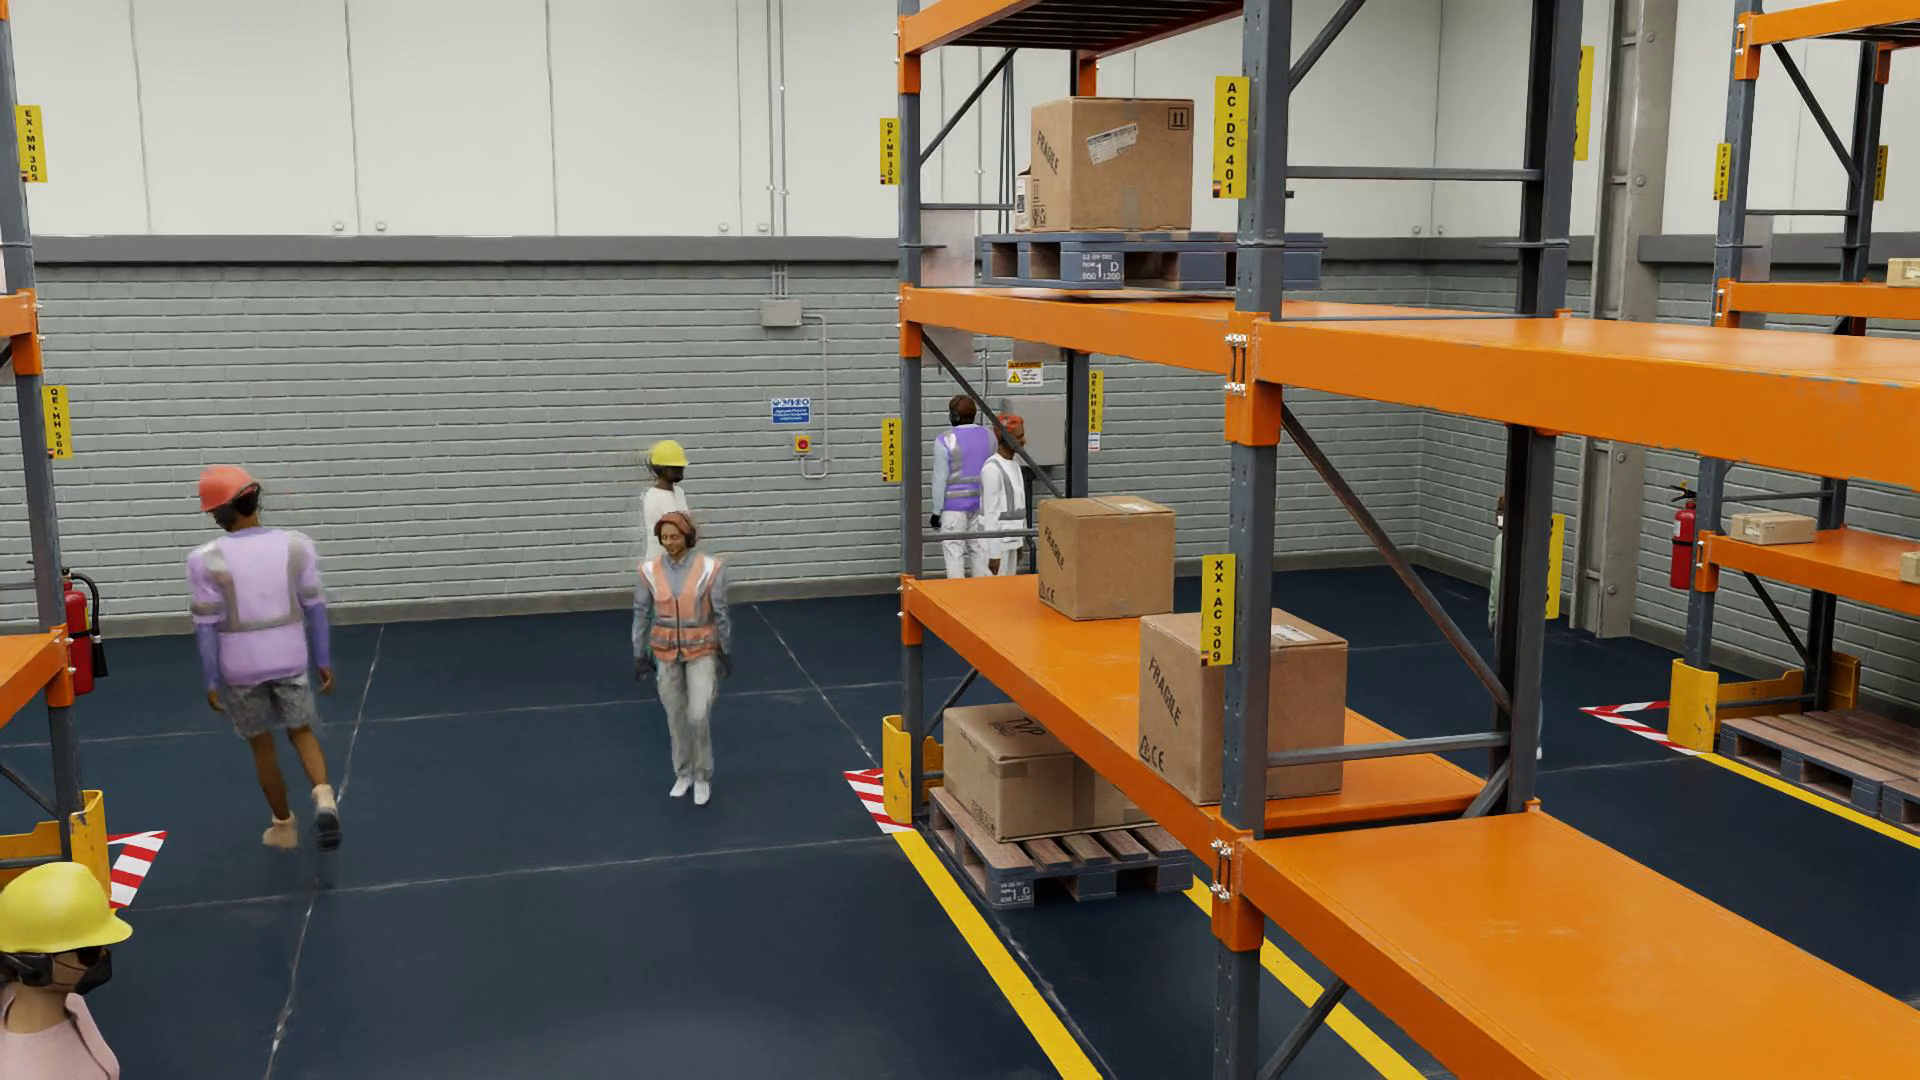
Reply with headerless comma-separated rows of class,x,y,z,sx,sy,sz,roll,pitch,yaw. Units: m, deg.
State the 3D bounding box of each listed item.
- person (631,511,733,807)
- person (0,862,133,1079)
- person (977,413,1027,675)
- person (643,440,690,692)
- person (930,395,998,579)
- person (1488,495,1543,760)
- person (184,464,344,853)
person,-1.525,0.649,9.065,0.544,1.619,0.552,1,10,6
person,-1.919,1.541,3.604,0.339,1.757,0.518,-4,11,-21
person,0.303,0.036,11.844,0.345,1.878,0.581,3,10,17
person,-1.974,0.191,11.295,0.406,1.752,0.533,4,11,20
person,0.028,-0.269,13.727,0.641,1.845,0.441,-7,12,-33
person,3.322,0.499,9.924,0.287,1.623,0.500,-2,10,-12
person,-3.389,0.630,8.136,0.646,1.999,0.658,-8,12,-37
